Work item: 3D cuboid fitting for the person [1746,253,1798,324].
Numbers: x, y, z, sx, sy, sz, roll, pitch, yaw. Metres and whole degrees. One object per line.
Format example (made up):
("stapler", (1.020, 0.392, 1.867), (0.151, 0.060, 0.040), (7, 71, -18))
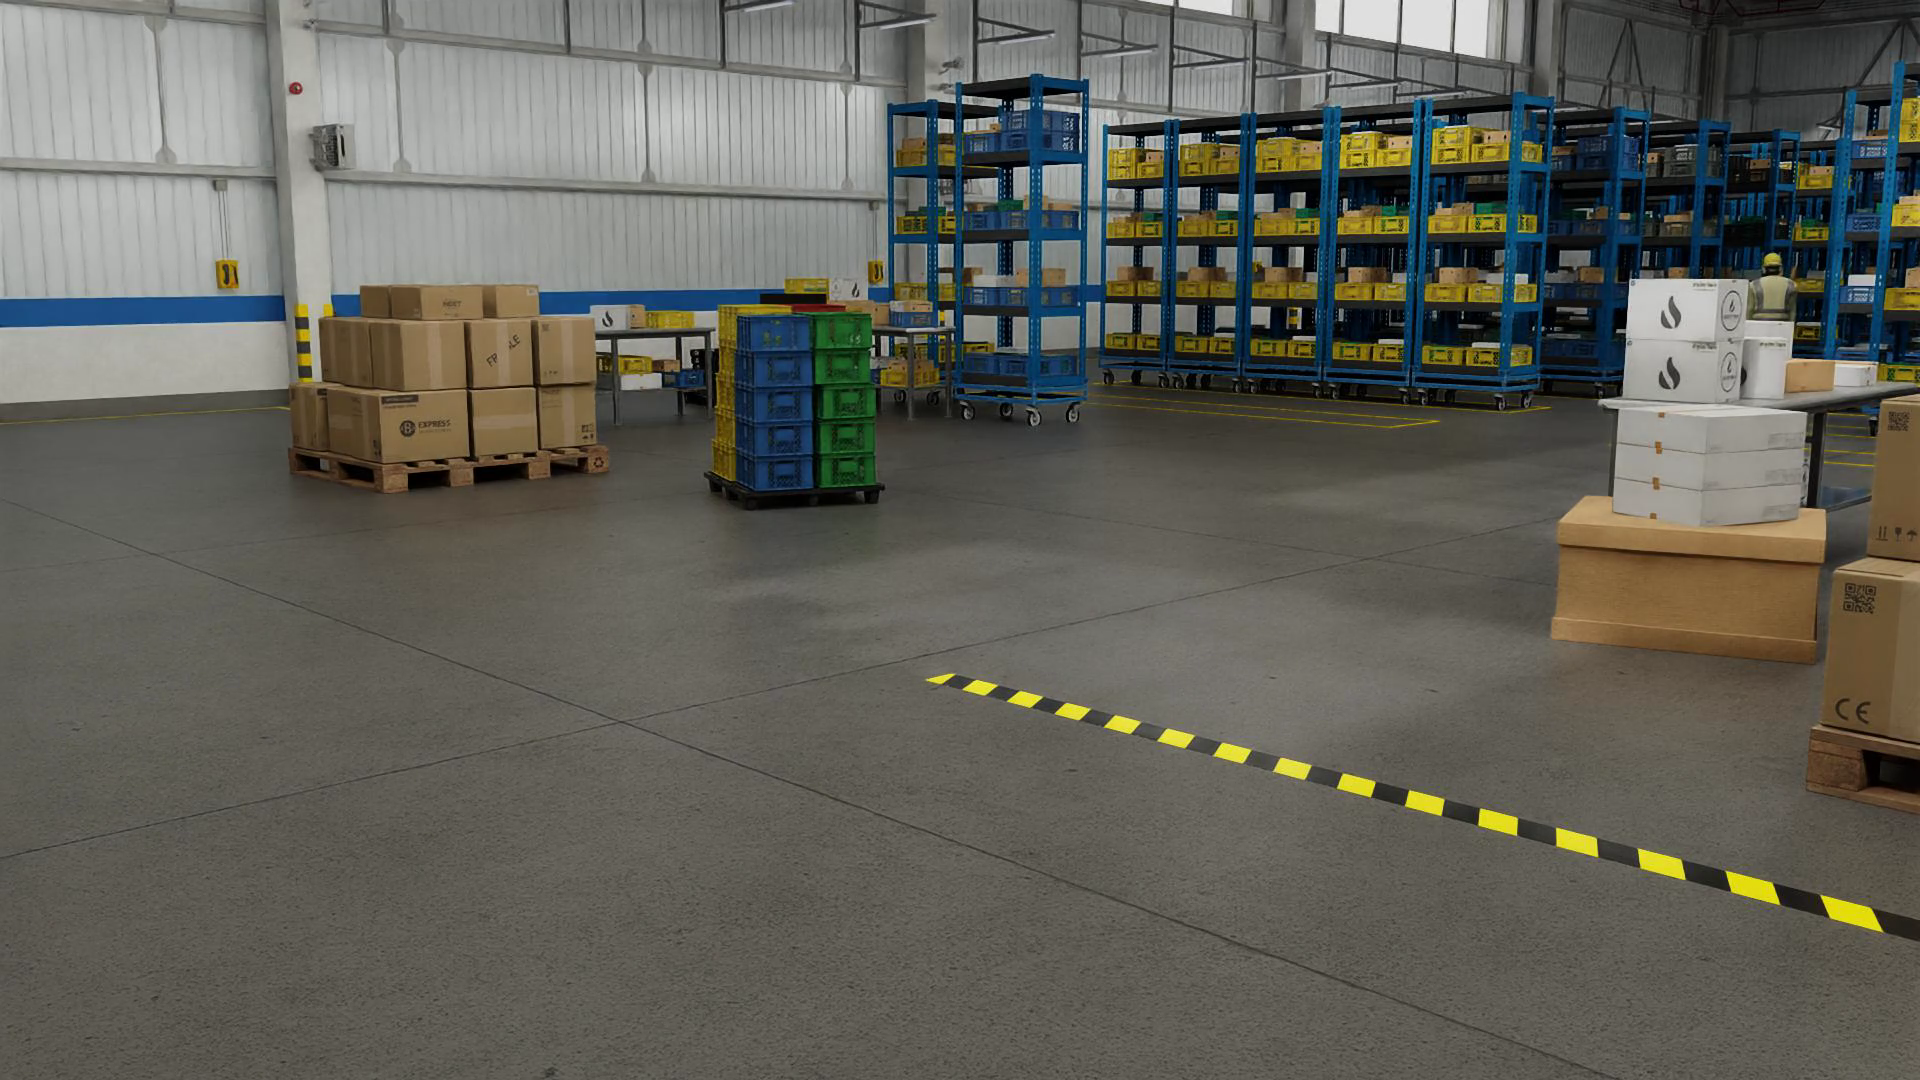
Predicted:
("person", (9.925, -2.603, 20.421), (0.594, 1.828, 0.403), (2, 10, 11))
